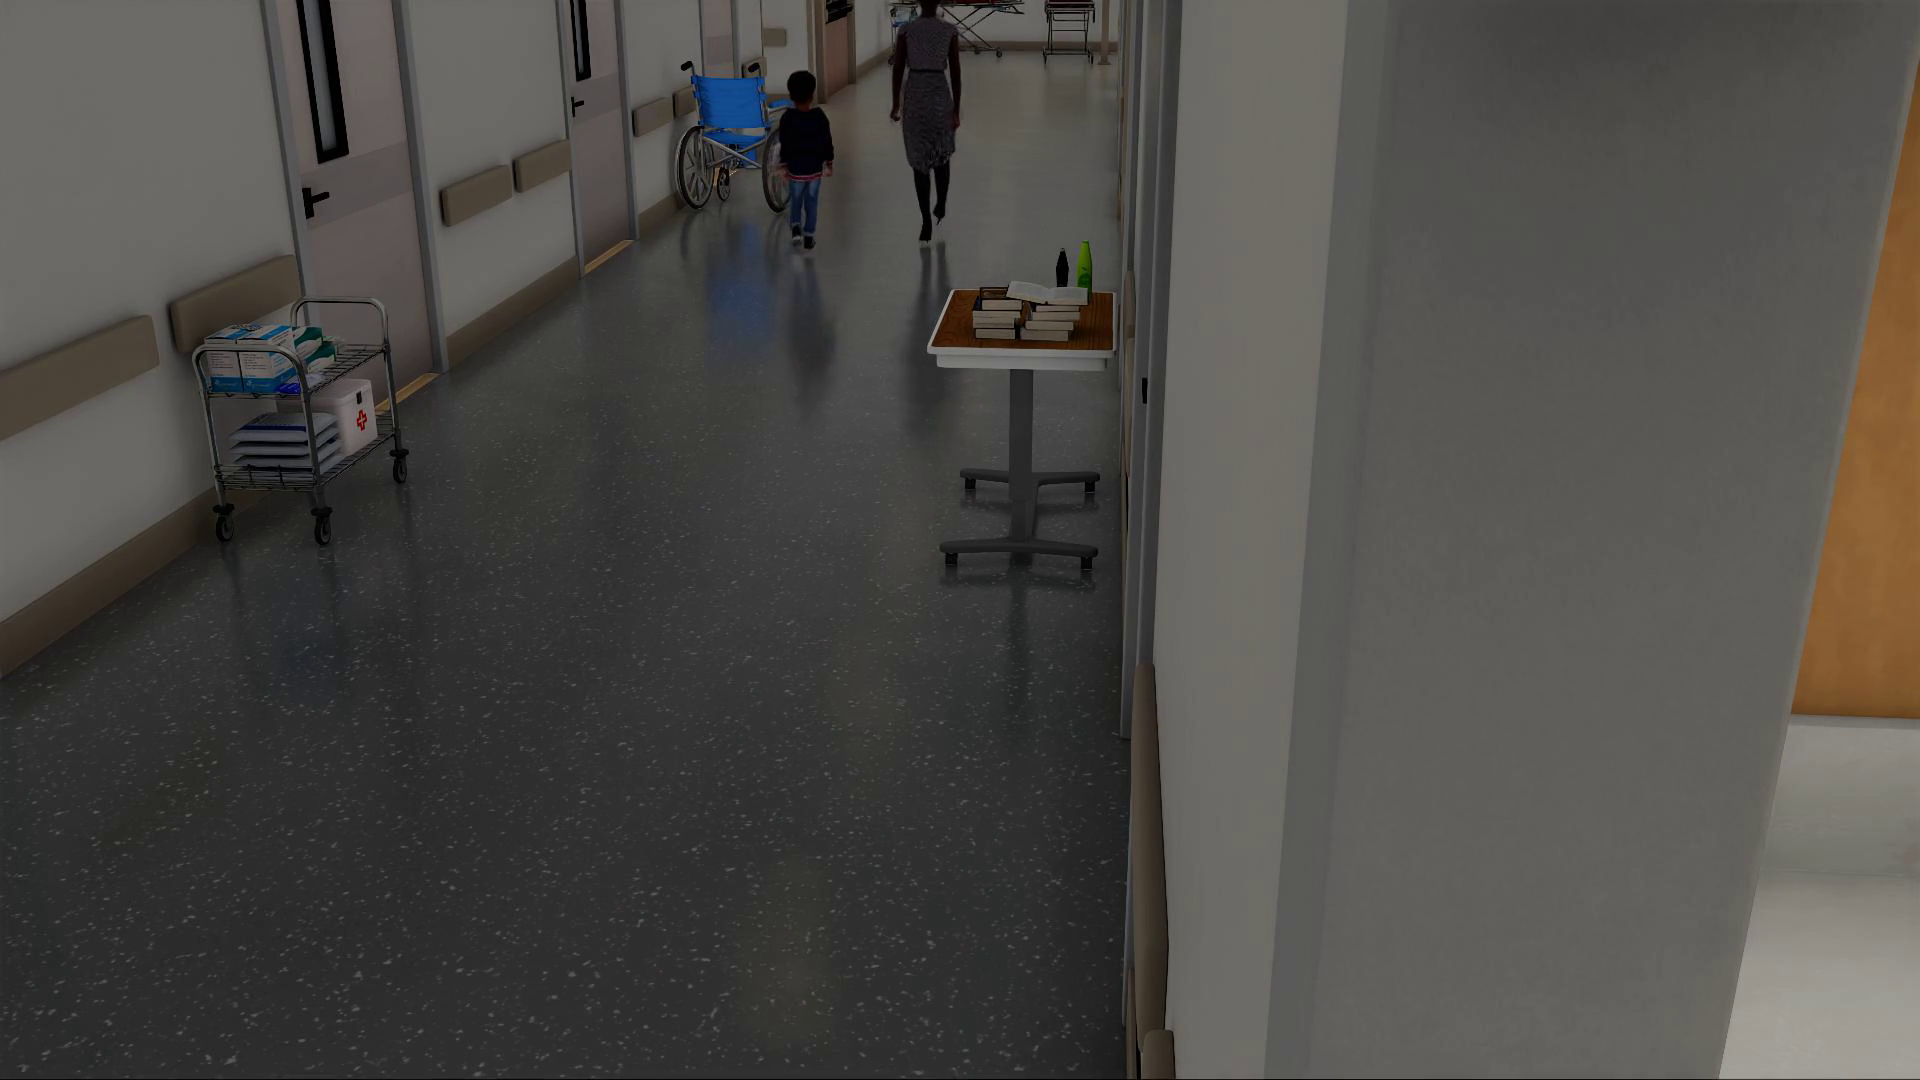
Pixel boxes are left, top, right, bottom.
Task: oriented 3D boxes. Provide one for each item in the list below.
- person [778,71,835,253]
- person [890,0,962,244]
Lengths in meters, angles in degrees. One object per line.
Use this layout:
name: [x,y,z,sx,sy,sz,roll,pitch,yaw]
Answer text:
person: [-1.064,-2.571,11.357,0.516,1.214,0.483,1,21,2]
person: [-0.228,-2.946,11.589,0.770,1.752,1.121,-2,21,-6]
